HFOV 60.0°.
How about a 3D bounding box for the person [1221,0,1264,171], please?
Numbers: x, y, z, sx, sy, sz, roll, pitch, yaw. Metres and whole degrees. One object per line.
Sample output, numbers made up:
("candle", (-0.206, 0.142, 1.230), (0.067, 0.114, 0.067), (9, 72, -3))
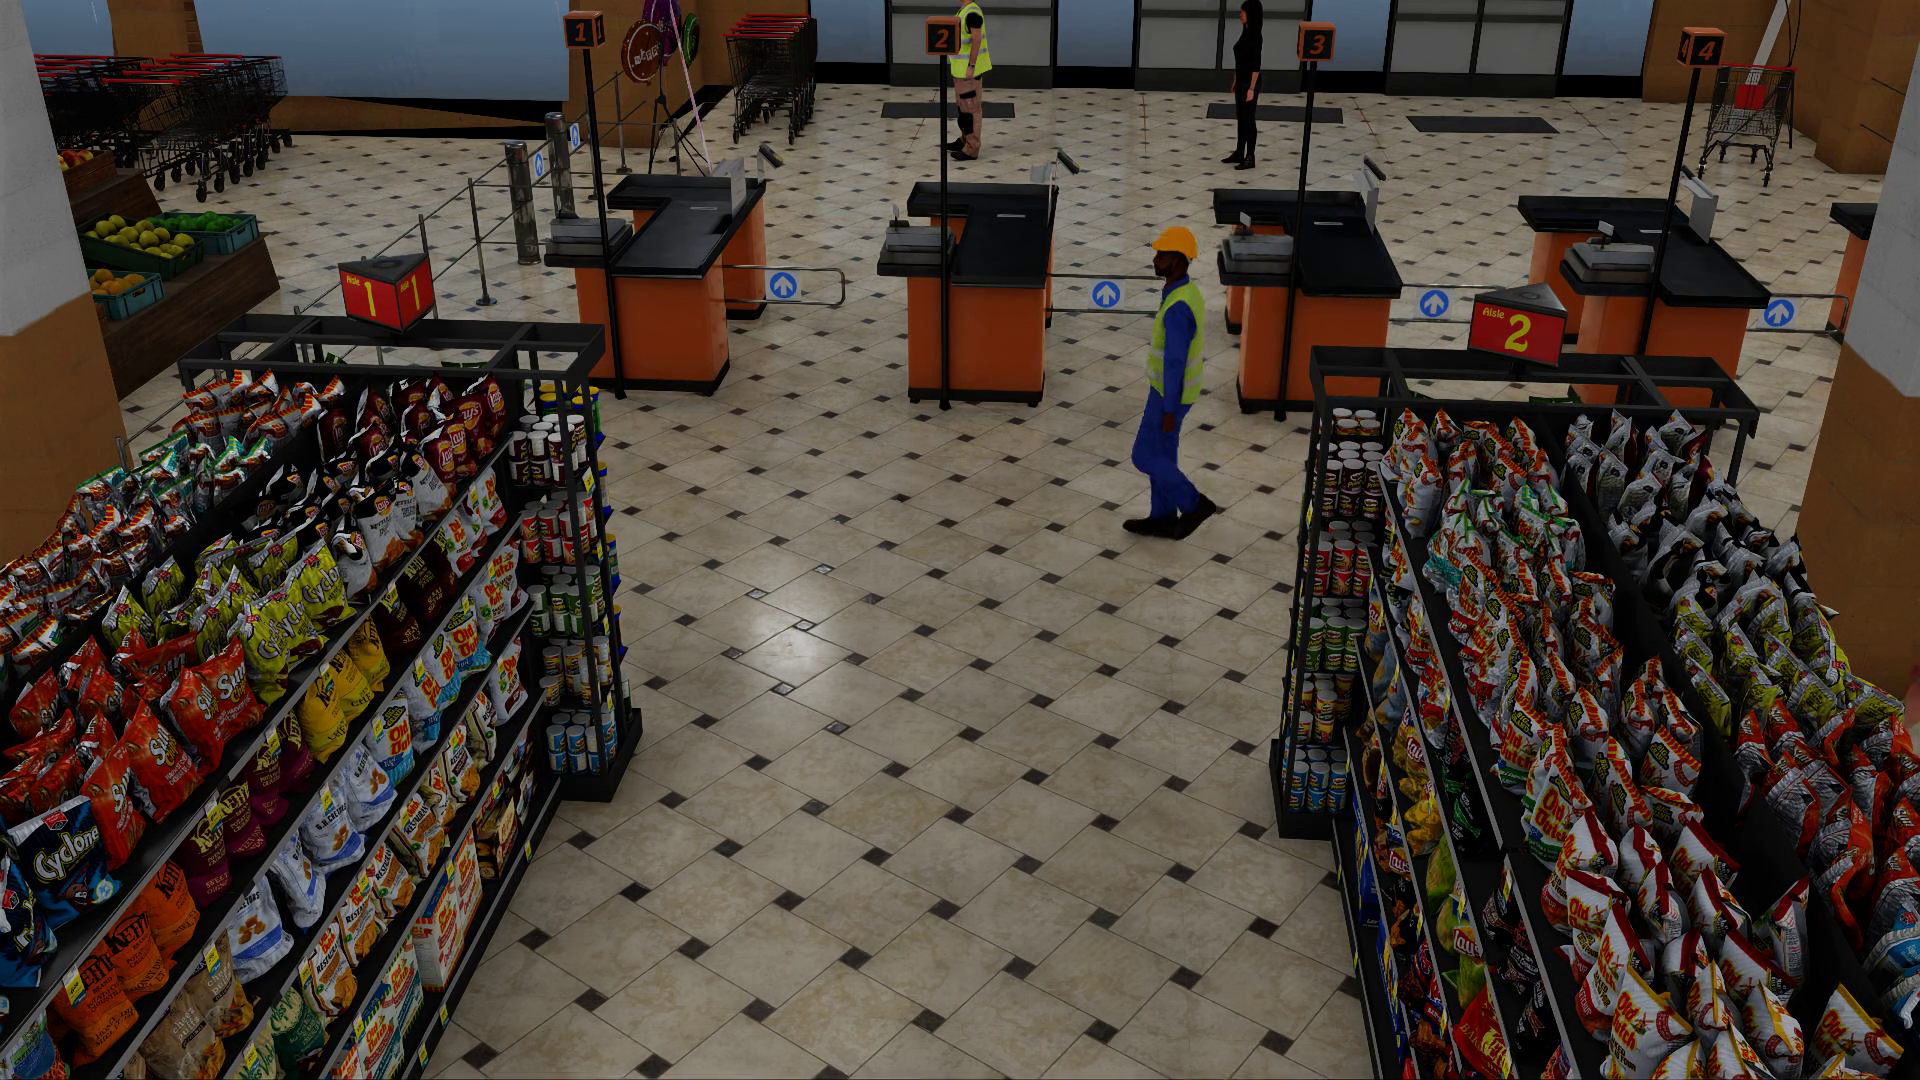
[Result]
("person", (2.890, -4.575, 16.680), (0.696, 1.642, 0.560), (-8, 28, -16))

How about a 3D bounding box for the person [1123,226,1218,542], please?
("person", (1.233, -0.822, 9.101), (0.743, 1.805, 0.702), (4, 27, 7))

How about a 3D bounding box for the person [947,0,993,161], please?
("person", (0.066, -4.842, 16.980), (0.837, 1.847, 0.744), (-5, 27, -9))
